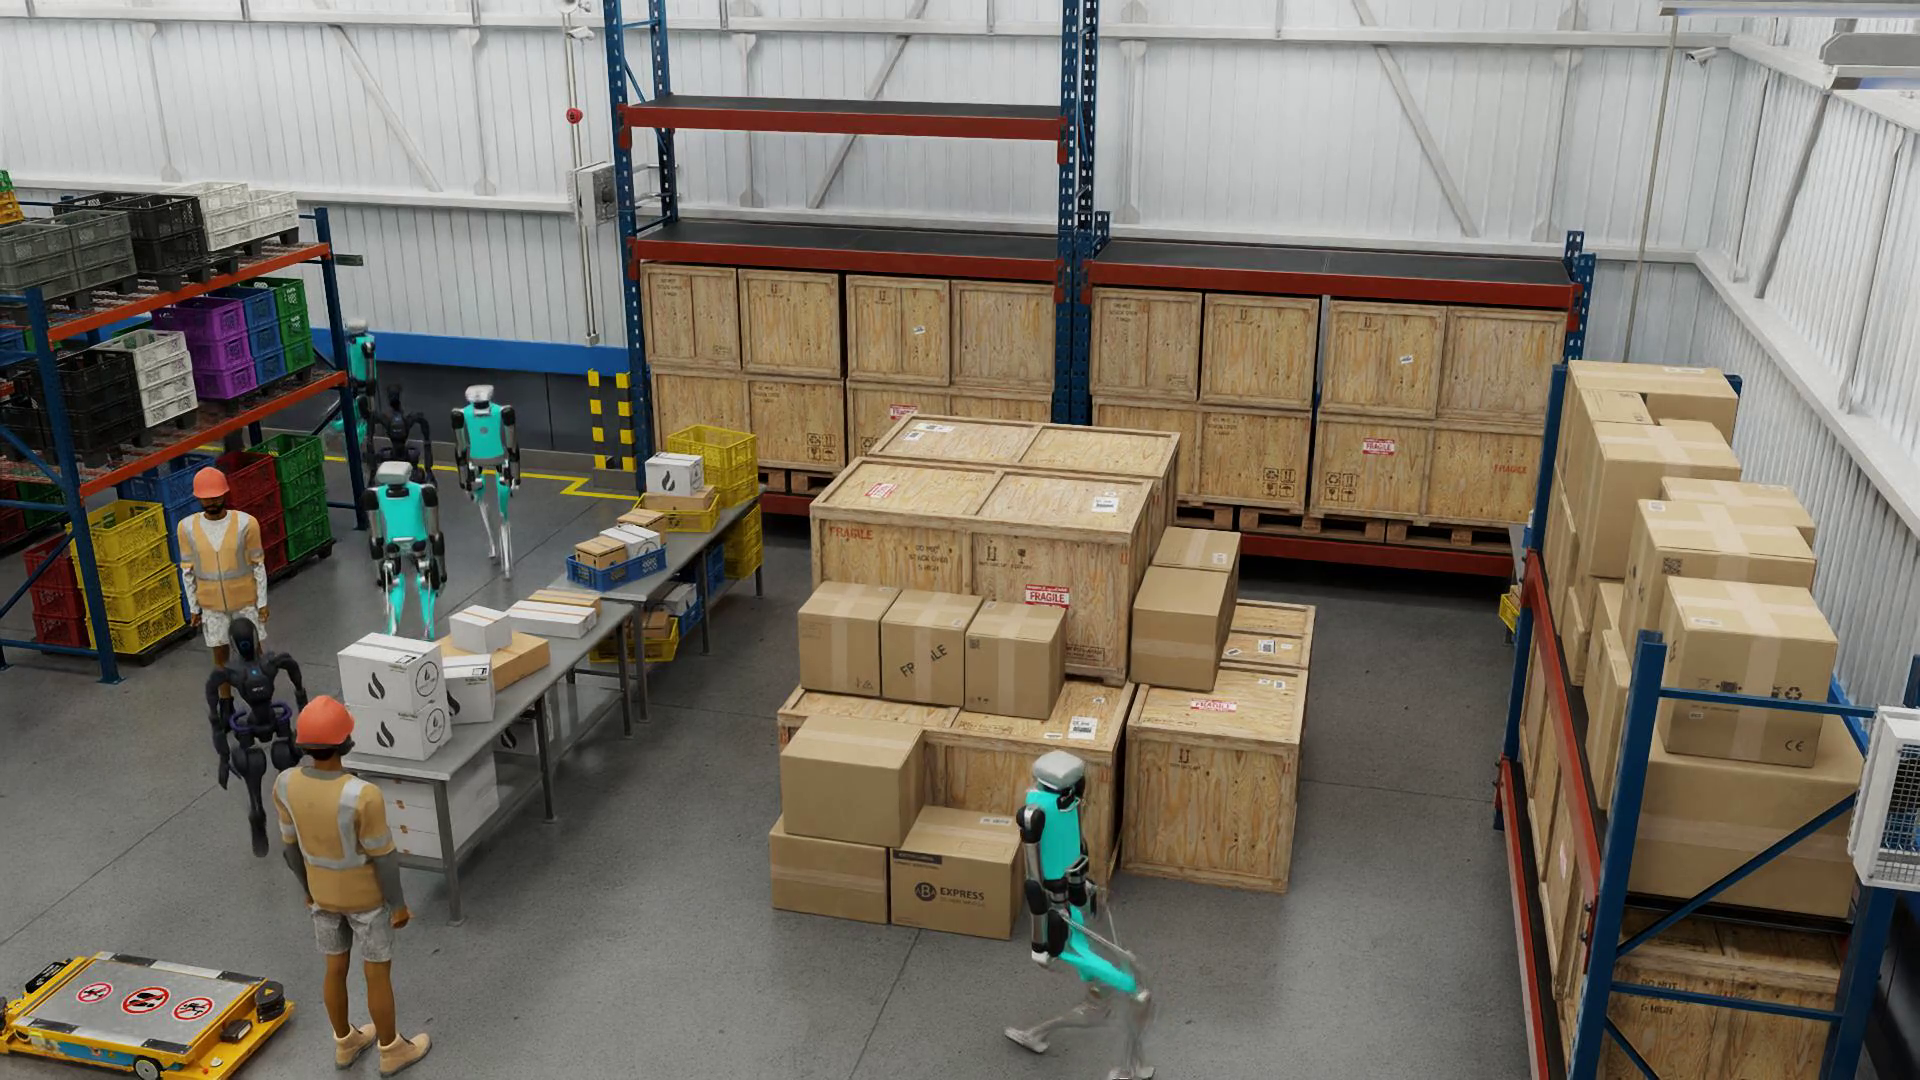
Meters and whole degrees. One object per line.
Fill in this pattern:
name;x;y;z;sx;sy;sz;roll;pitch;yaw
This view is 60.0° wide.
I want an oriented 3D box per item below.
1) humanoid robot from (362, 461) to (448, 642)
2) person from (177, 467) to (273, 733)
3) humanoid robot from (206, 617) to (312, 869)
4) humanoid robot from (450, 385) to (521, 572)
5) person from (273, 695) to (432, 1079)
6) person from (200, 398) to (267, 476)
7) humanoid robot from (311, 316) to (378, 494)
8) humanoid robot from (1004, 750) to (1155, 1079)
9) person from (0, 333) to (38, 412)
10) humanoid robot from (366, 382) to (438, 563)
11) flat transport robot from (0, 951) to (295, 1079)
humanoid robot;-4.034;0.377;12.026;0.552;1.773;0.944;-2;21;-6
person;-5.110;0.417;11.613;0.543;1.942;0.348;-6;22;-14
humanoid robot;-4.152;1.193;9.962;0.612;1.643;0.406;-13;25;-31
humanoid robot;-4.081;-0.566;14.461;0.530;1.734;0.951;-5;21;-13
person;-2.972;1.697;8.120;0.606;2.048;0.366;6;22;16
person;-6.896;-1.174;15.950;0.878;1.810;0.543;8;22;19
humanoid robot;-6.135;-1.269;16.359;0.997;1.774;0.531;-14;25;-32
humanoid robot;0.689;1.910;8.078;1.052;1.765;0.545;12;24;28
person;-10.176;-1.923;17.885;0.565;1.836;0.384;-6;22;-14
humanoid robot;-4.970;-0.630;14.789;0.587;1.621;0.775;-7;22;-17
flat transport robot;-4.270;2.464;8.601;1.431;0.231;0.659;5;22;13
